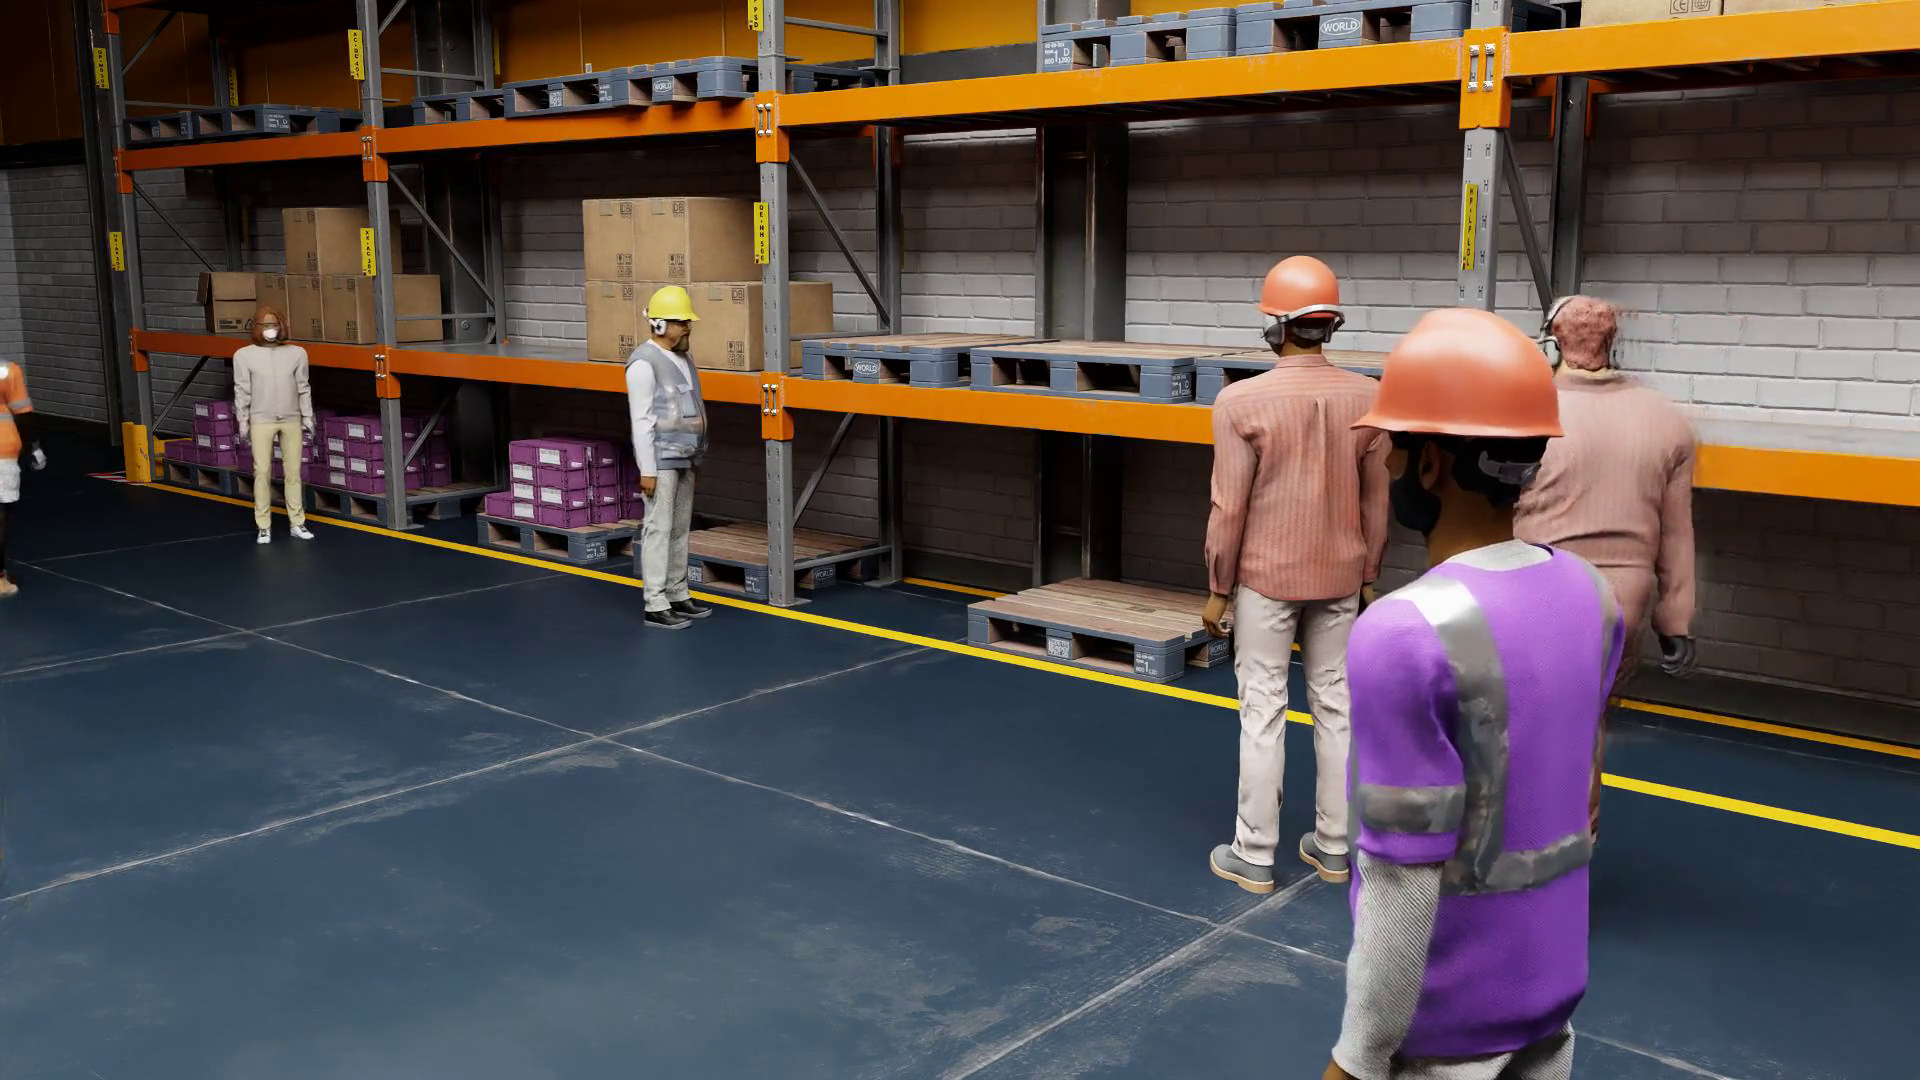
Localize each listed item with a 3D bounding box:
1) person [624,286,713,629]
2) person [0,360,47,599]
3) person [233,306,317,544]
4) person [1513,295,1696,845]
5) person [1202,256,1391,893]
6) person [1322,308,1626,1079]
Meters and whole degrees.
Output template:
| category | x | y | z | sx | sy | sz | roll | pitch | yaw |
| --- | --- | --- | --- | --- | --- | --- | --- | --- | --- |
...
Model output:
| category | x | y | z | sx | sy | sz | roll | pitch | yaw |
| --- | --- | --- | --- | --- | --- | --- | --- | --- | --- |
| person | -1.552 | -0.441 | 8.921 | 0.403 | 1.823 | 0.580 | 3 | 10 | 17 |
| person | -5.610 | -0.503 | 9.651 | 0.541 | 1.683 | 0.491 | 0 | 10 | 1 |
| person | -4.716 | -0.790 | 11.482 | 0.533 | 1.627 | 0.326 | -7 | 12 | -35 |
| person | 1.805 | 0.206 | 5.052 | 0.675 | 1.878 | 0.709 | -1 | 10 | -8 |
| person | 1.050 | 0.118 | 5.230 | 0.612 | 1.997 | 0.375 | -3 | 10 | -16 |
| person | 0.707 | 0.639 | 2.437 | 0.547 | 1.938 | 0.378 | -9 | 13 | -41 |
